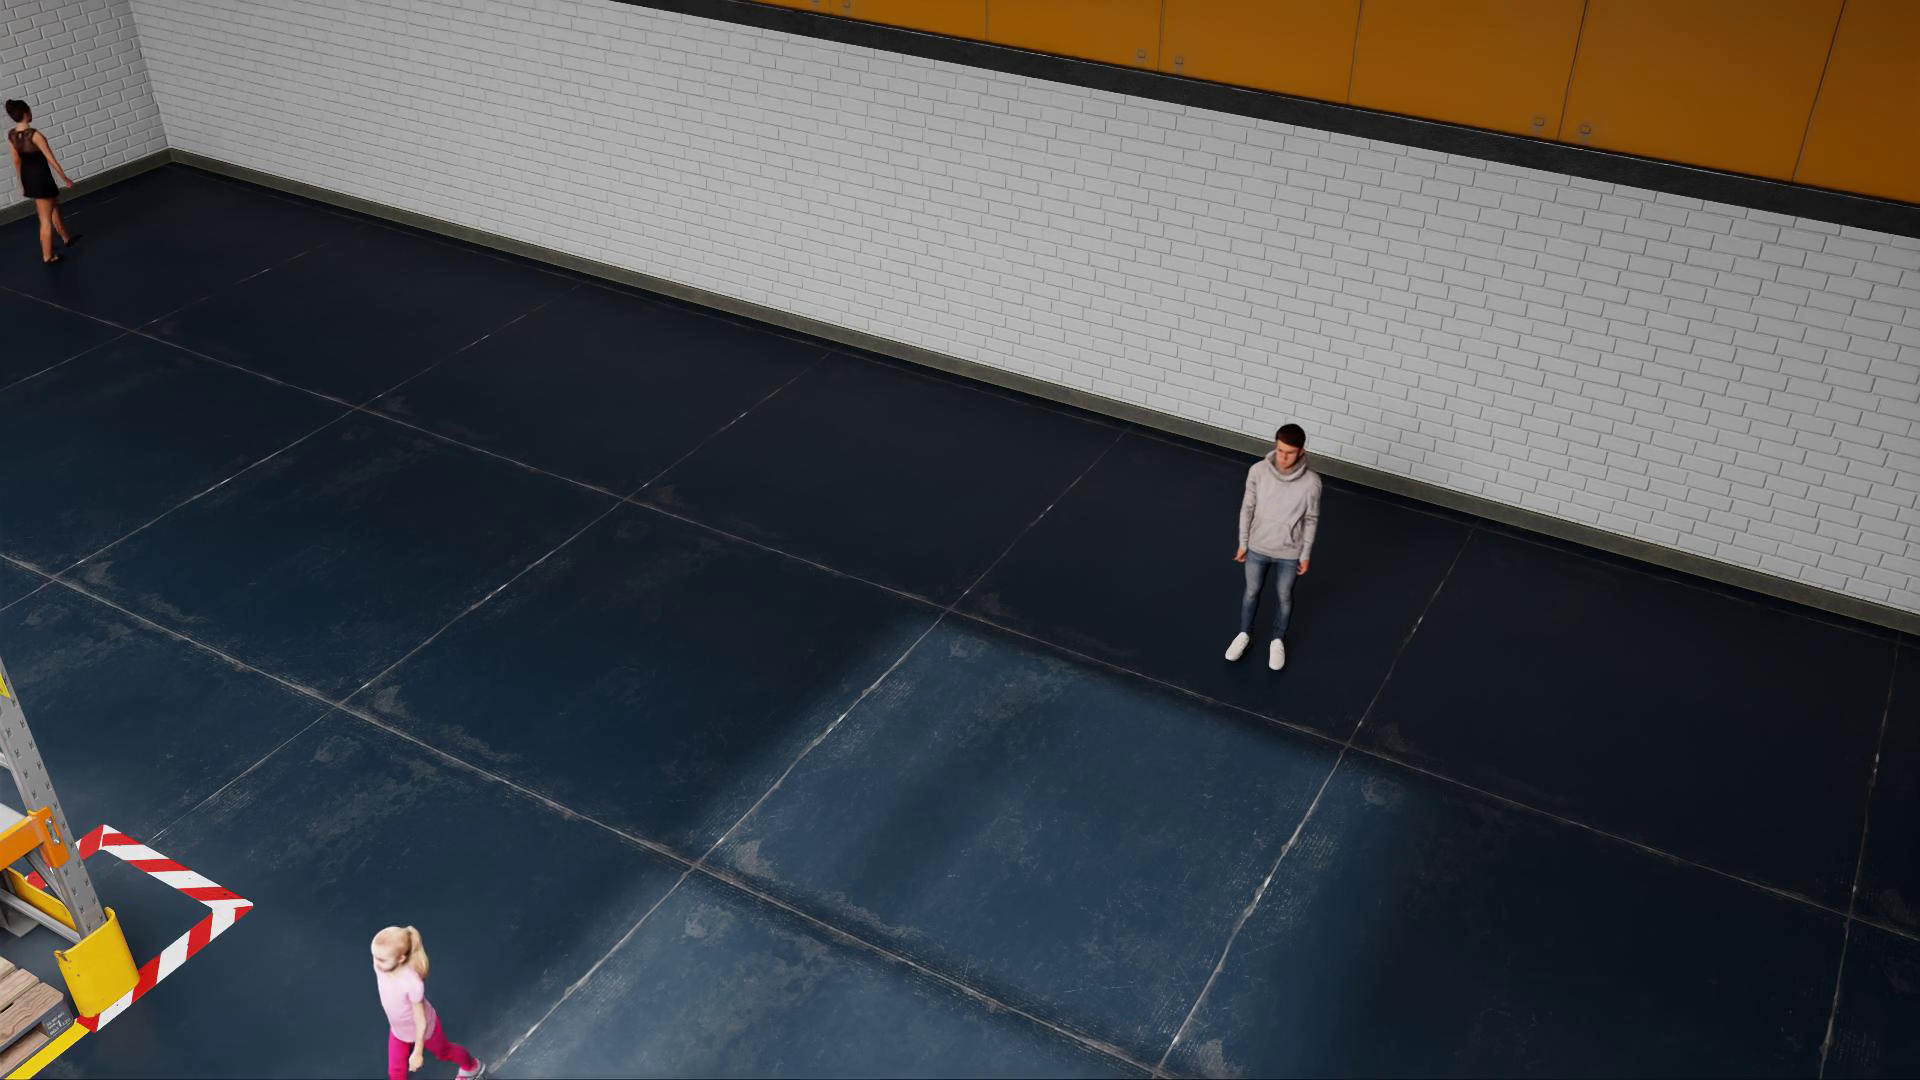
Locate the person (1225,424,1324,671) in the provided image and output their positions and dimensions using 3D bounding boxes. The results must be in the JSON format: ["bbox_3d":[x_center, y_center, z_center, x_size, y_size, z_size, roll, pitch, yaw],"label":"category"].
[{"bbox_3d":[2.121,0.024,11.102,0.693,1.852,0.615,13,36,18],"label":"person"}]

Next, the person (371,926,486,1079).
[{"bbox_3d":[-2.622,2.350,8.154,0.490,1.243,0.888,17,37,24],"label":"person"}]

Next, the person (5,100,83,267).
[{"bbox_3d":[-9.294,-3.553,16.662,0.662,1.655,0.901,13,36,18],"label":"person"}]
